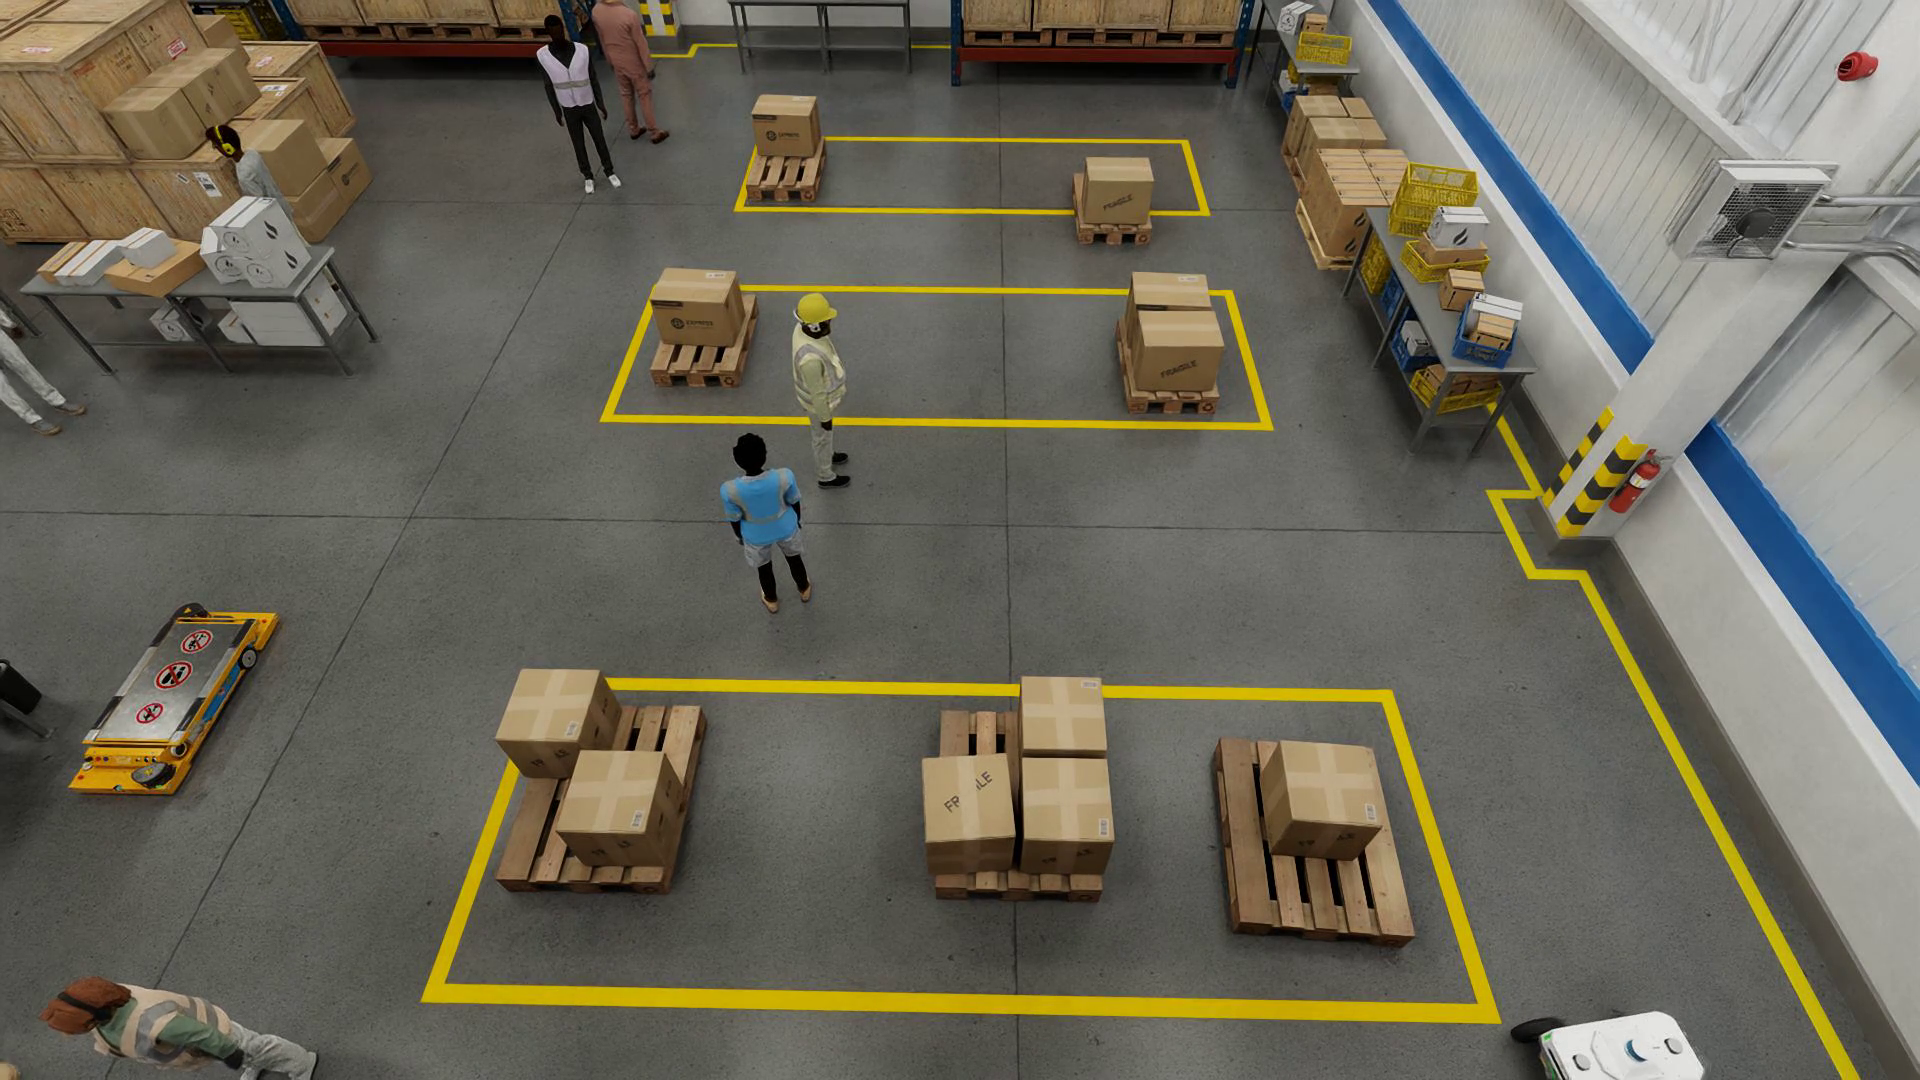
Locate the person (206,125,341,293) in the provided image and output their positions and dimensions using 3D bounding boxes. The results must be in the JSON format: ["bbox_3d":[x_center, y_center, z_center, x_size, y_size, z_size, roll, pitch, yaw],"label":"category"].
[{"bbox_3d":[-6.687,-3.136,8.967,0.328,1.866,0.509,-14,51,-12],"label":"person"}]

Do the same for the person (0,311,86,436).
[{"bbox_3d":[-8.328,-1.721,7.757,0.344,1.882,0.579,11,51,9],"label":"person"}]

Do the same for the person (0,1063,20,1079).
[{"bbox_3d":[-5.293,2.523,4.218,0.511,1.804,0.646,4,50,3],"label":"person"}]

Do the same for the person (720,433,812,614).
[{"bbox_3d":[-1.353,-0.088,6.495,0.532,1.697,0.319,-16,52,-13],"label":"person"}]

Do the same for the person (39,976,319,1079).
[{"bbox_3d":[-3.696,2.408,4.419,0.515,1.641,0.314,12,51,10],"label":"person"}]

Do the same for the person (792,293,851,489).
[{"bbox_3d":[-1.102,-1.170,7.332,0.403,1.826,0.599,-5,50,-5],"label":"person"}]

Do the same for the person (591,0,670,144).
[{"bbox_3d":[-4.058,-5.882,11.272,0.649,1.899,0.399,17,52,14],"label":"person"}]

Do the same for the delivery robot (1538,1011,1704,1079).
[{"bbox_3d":[3.449,2.718,4.805,0.707,0.478,0.477,-6,50,-5],"label":"delivery robot"}]

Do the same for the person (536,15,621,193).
[{"bbox_3d":[-4.365,-4.973,10.484,0.591,1.922,0.391,-20,53,-16],"label":"person"}]

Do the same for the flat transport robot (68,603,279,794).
[{"bbox_3d":[-5.504,1.072,6.442,0.652,0.197,1.431,1,50,1],"label":"flat transport robot"}]
